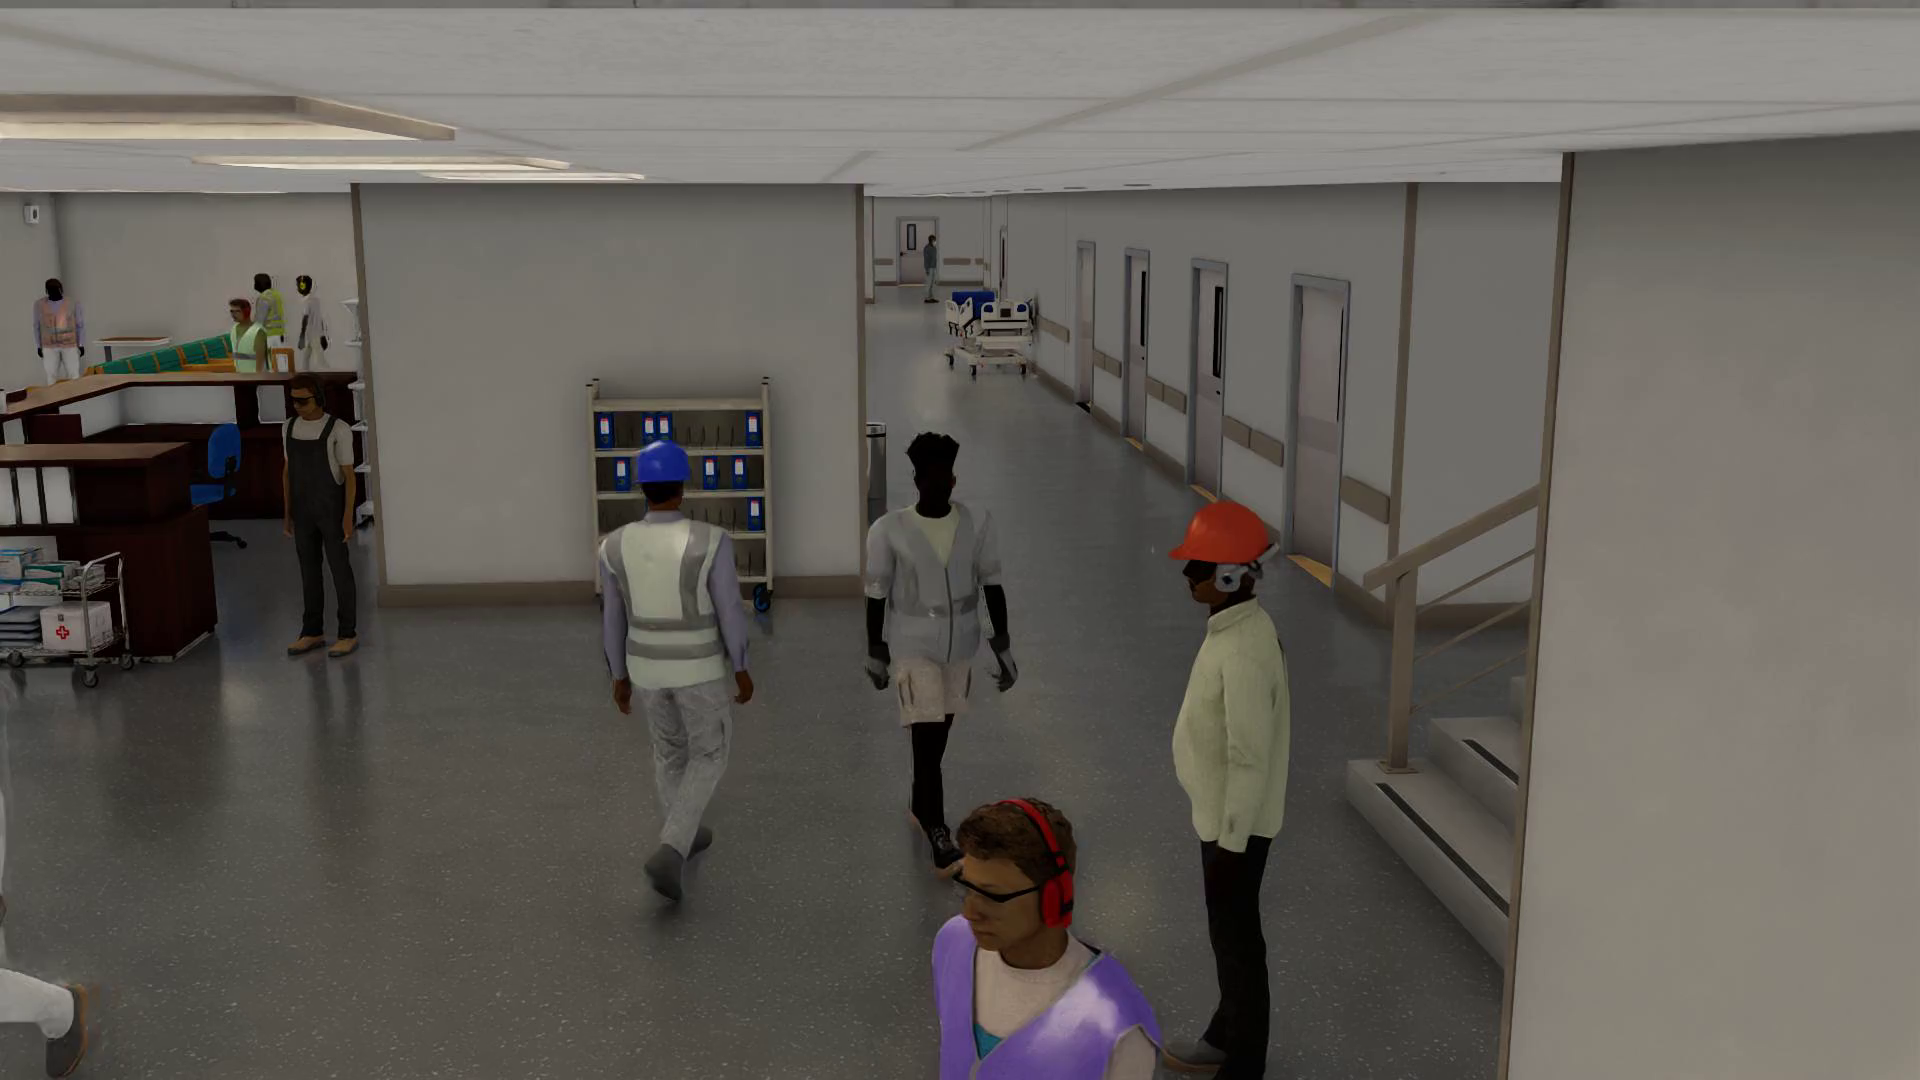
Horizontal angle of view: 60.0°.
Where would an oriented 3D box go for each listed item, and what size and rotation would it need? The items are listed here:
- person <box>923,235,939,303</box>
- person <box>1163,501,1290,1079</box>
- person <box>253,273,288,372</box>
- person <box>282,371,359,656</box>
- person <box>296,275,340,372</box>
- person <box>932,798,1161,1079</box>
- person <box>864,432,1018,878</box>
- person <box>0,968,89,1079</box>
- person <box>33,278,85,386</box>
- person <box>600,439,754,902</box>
[{"bbox_3d":[-0.834,-7.701,47.275,0.380,1.930,0.634,5,13,24],"label":"person"},{"bbox_3d":[0.836,0.859,5.276,0.394,1.992,0.619,1,12,6],"label":"person"},{"bbox_3d":[-10.529,-3.090,25.025,0.874,1.806,0.660,-1,12,-7],"label":"person"},{"bbox_3d":[-4.110,-0.165,10.659,0.504,1.840,0.345,3,12,13],"label":"person"},{"bbox_3d":[-9.505,-3.006,24.603,0.959,1.820,0.576,-1,12,-7],"label":"person"},{"bbox_3d":[0.153,1.362,3.215,0.376,1.834,0.565,-9,14,-36],"label":"person"},{"bbox_3d":[-0.066,0.483,7.298,0.614,1.912,0.999,-5,13,-25],"label":"person"},{"bbox_3d":[-3.097,0.978,5.046,0.576,1.857,0.797,2,12,10],"label":"person"},{"bbox_3d":[-12.436,-2.688,22.990,0.624,1.844,0.430,-4,12,-18],"label":"person"},{"bbox_3d":[-1.215,0.536,7.026,0.626,1.923,0.831,4,12,20],"label":"person"}]
